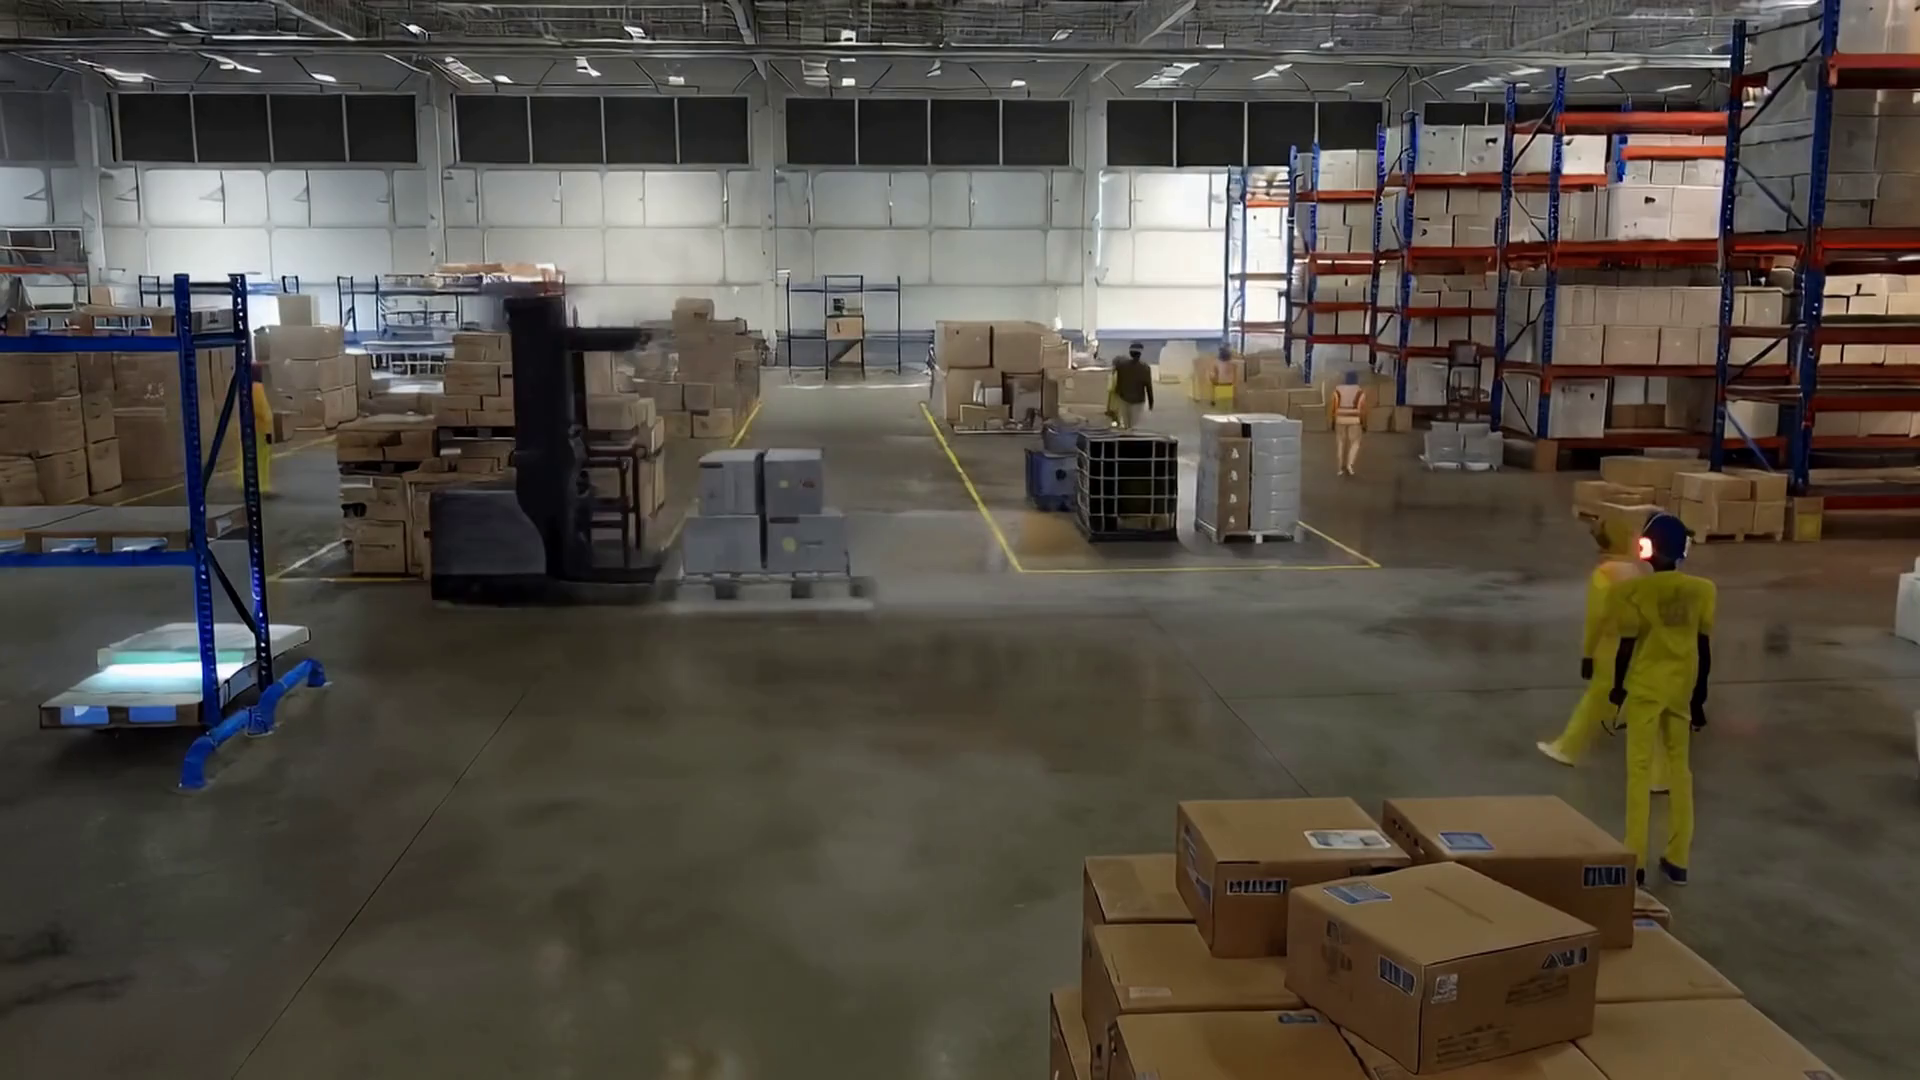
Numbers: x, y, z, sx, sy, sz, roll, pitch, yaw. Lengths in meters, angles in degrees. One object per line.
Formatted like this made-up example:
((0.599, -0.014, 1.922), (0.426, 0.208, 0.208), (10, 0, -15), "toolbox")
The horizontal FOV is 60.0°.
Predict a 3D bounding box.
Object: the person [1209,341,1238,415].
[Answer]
((4.517, -2.491, 28.753), (0.538, 1.913, 0.919), (-3, 9, -15), "person")

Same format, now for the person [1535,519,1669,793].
((3.922, 0.668, 9.938), (0.974, 1.572, 0.528), (9, 12, 43), "person")

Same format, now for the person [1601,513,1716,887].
((3.450, 0.793, 8.246), (0.521, 1.862, 0.328), (0, 9, -3), "person")

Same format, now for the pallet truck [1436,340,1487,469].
((8.004, -2.170, 26.422), (0.823, 1.965, 1.885), (2, 9, 14), "pallet truck")

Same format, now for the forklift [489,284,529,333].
((-9.968, -4.280, 36.906), (1.129, 2.768, 1.873), (6, 11, 33), "forklift")

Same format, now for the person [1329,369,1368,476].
((5.844, -1.767, 25.083), (0.604, 1.625, 0.363), (4, 10, 25), "person")

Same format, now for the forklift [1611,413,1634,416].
((13.909, -4.153, 36.108), (1.873, 2.768, 1.129), (8, 12, 40), "forklift")

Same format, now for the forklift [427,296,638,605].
((-3.927, -0.865, 15.461), (1.873, 2.768, 1.129), (-1, 9, -4), "forklift")

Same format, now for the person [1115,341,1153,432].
((2.849, -2.305, 27.450), (0.599, 1.952, 1.031), (6, 11, 35), "person")

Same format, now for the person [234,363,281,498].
((-9.578, -1.491, 22.652), (0.633, 1.839, 0.429), (5, 10, 30), "person")

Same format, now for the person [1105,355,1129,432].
((2.657, -2.238, 27.781), (0.540, 1.697, 0.317), (-5, 11, -31), "person")
